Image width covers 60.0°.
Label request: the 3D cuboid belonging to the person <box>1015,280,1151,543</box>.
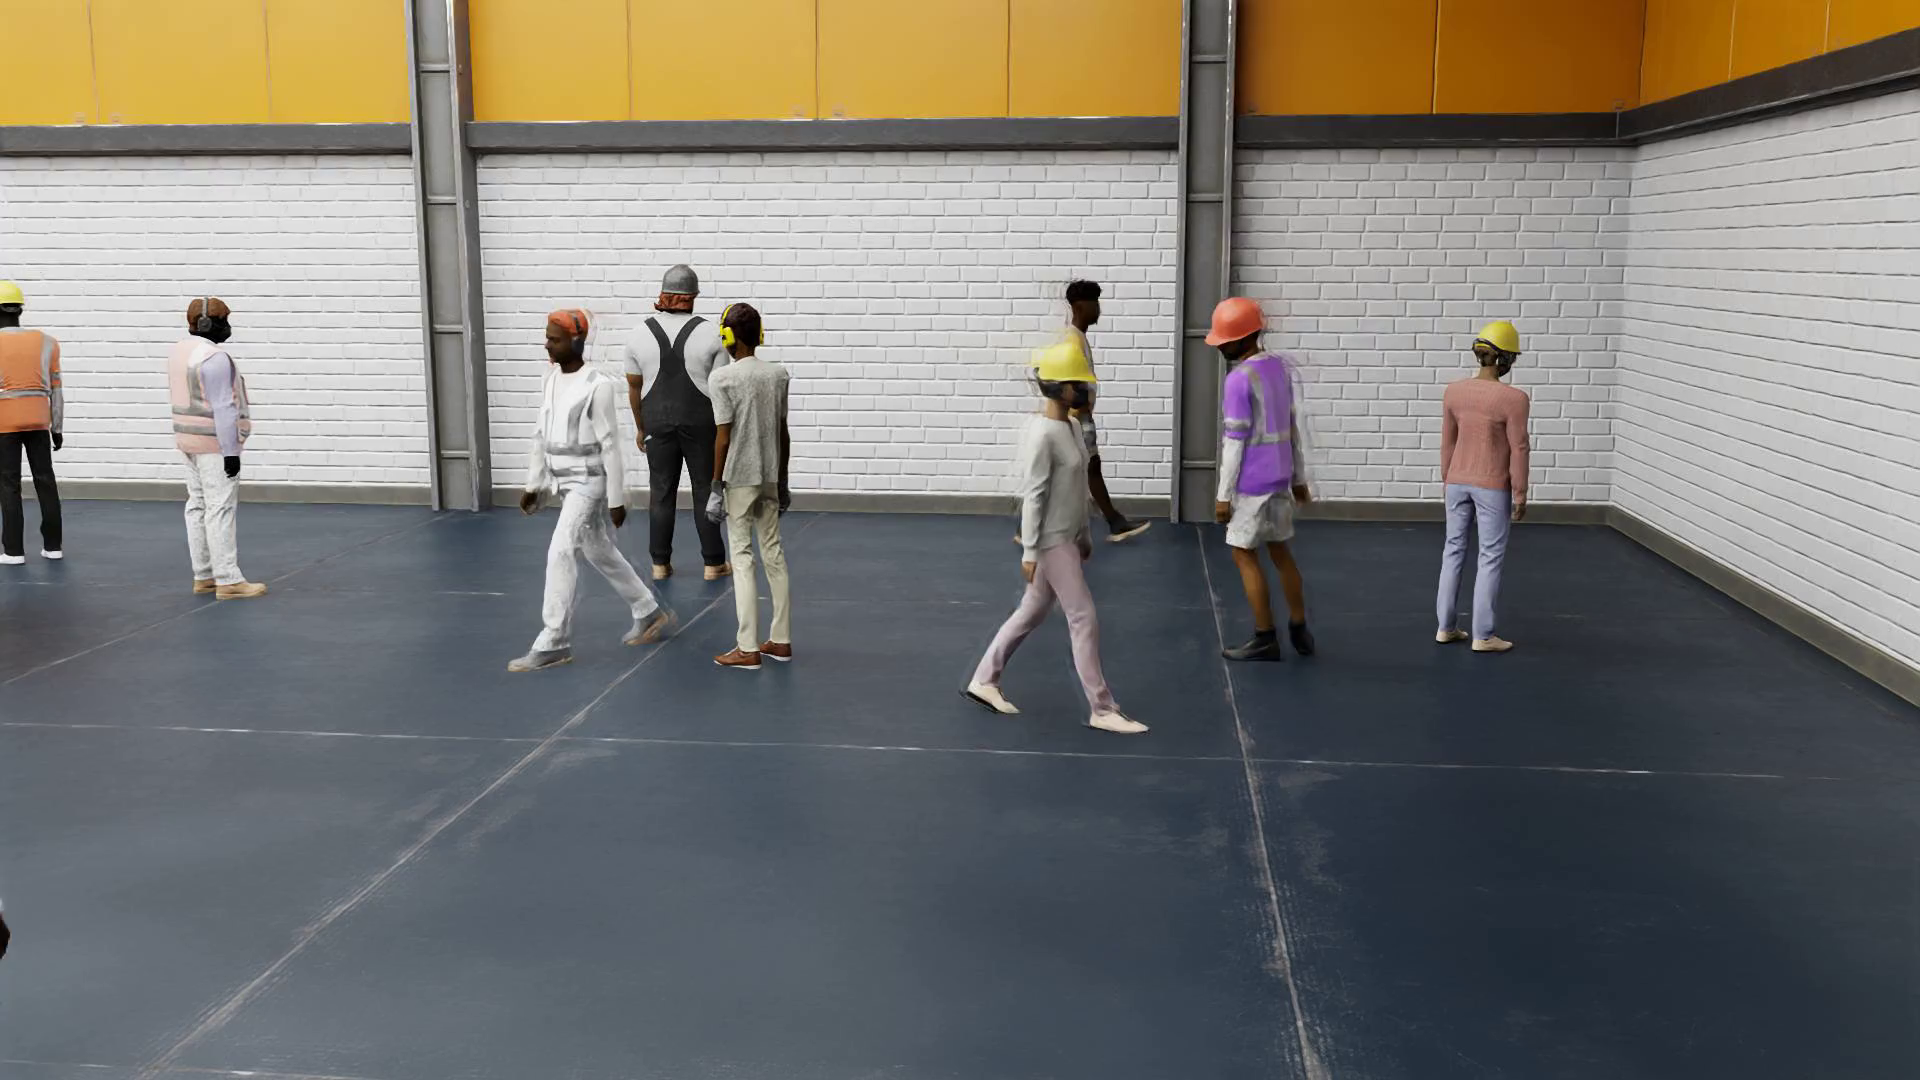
[{"bbox_3d":[0.865,-0.907,11.981,1.013,1.905,0.620,1,10,8],"label":"person"}]

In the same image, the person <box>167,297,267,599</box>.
[{"bbox_3d":[-4.576,-0.562,10.208,0.623,1.841,0.430,9,13,42],"label":"person"}]

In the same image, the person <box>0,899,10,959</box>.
[{"bbox_3d":[-1.976,0.737,3.078,0.711,1.717,0.507,3,10,18],"label":"person"}]

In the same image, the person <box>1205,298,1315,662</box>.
[{"bbox_3d":[1.575,-0.305,8.605,0.487,1.886,0.706,9,13,41],"label":"person"}]

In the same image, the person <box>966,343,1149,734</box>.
[{"bbox_3d":[0.409,-0.019,7.421,0.883,1.725,0.532,3,10,19],"label":"person"}]

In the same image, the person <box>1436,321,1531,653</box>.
[{"bbox_3d":[2.787,-0.277,8.827,0.339,1.755,0.531,-8,13,-38],"label":"person"}]

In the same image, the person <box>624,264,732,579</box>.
[{"bbox_3d":[-1.786,-0.760,10.765,0.682,2.000,0.537,1,10,5],"label":"person"}]

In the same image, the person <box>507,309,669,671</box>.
[{"bbox_3d":[-1.933,-0.286,8.678,0.981,1.846,0.589,-8,13,-40],"label":"person"}]

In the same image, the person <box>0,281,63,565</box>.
[{"bbox_3d":[-6.395,-0.788,11.284,0.394,1.918,0.583,8,13,40],"label":"person"}]

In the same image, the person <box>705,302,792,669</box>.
[{"bbox_3d":[-1.084,-0.273,8.487,0.334,1.863,0.518,9,14,43],"label":"person"}]
